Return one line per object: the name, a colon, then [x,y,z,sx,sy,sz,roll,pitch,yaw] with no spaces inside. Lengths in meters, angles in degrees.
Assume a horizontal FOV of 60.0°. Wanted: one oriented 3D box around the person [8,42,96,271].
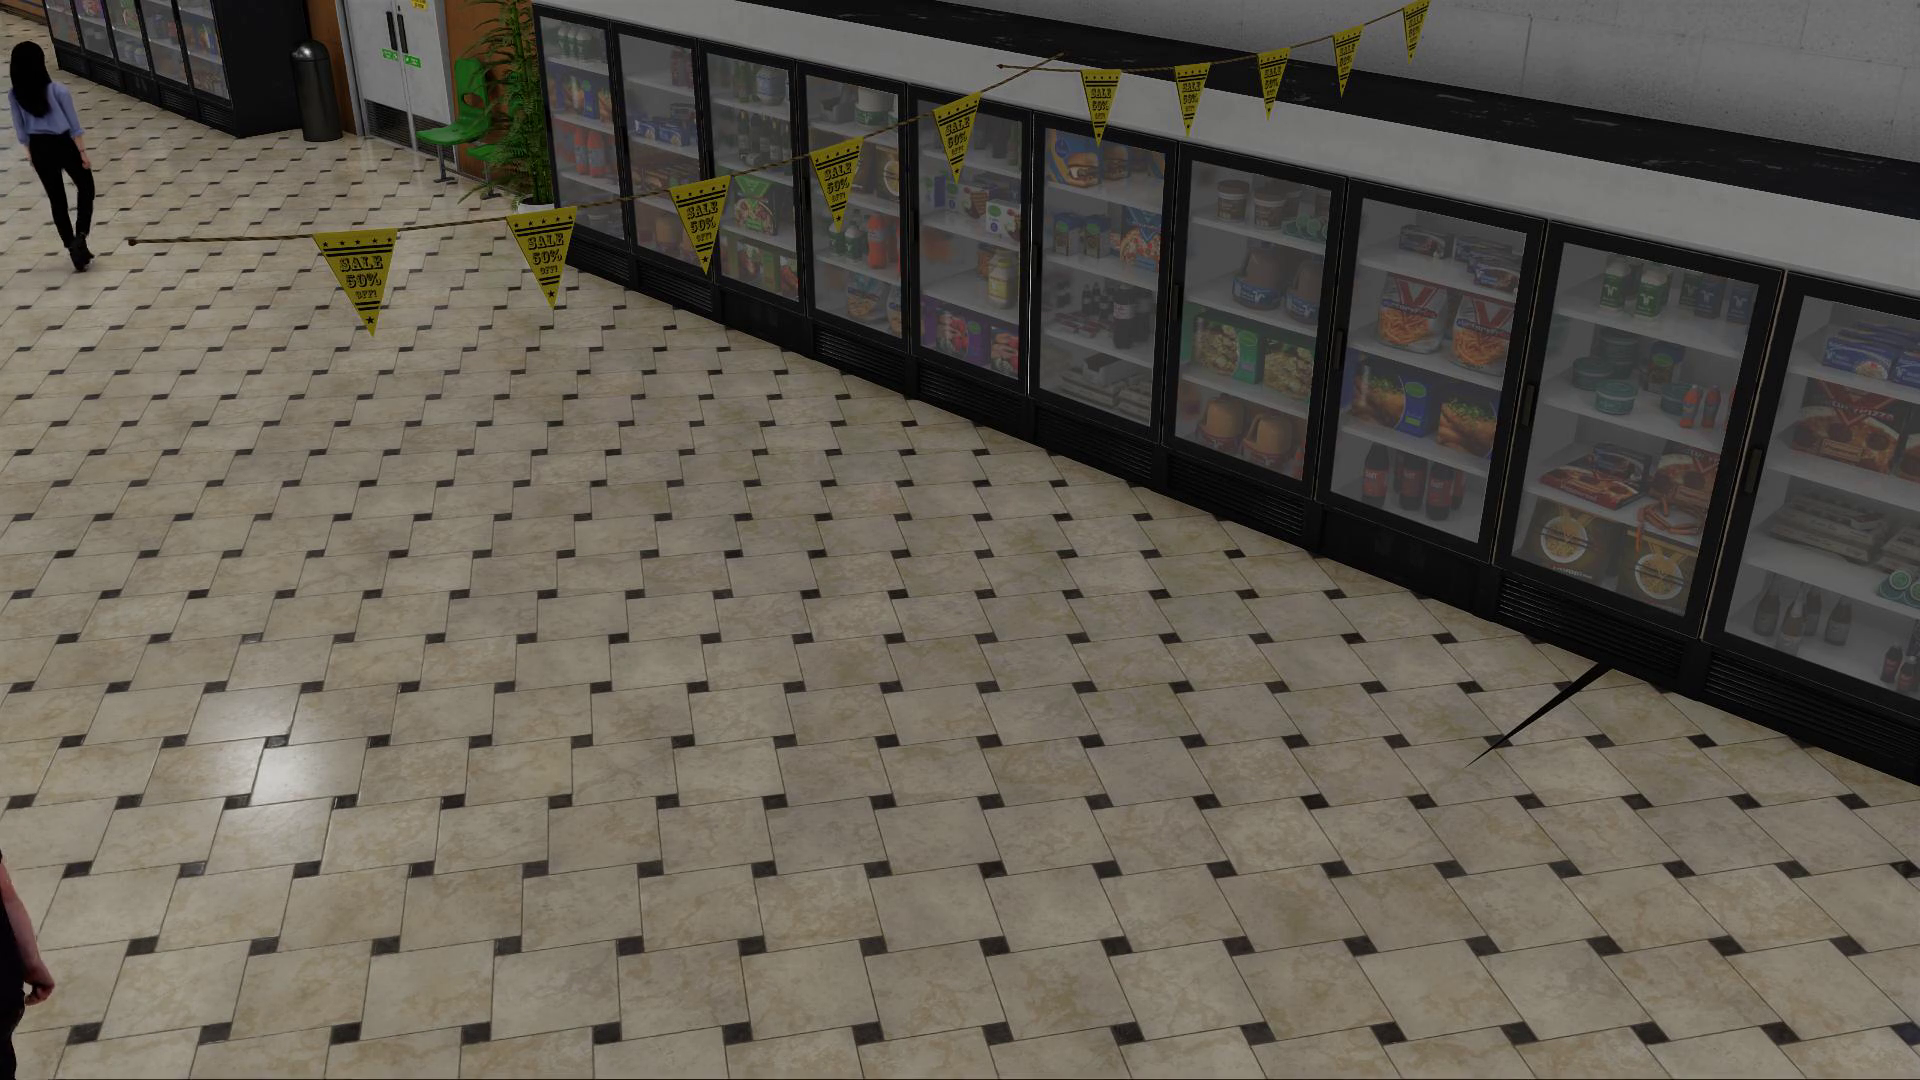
person: [-6.956,-2.904,12.741,0.770,1.737,0.851,-3,27,-6]
